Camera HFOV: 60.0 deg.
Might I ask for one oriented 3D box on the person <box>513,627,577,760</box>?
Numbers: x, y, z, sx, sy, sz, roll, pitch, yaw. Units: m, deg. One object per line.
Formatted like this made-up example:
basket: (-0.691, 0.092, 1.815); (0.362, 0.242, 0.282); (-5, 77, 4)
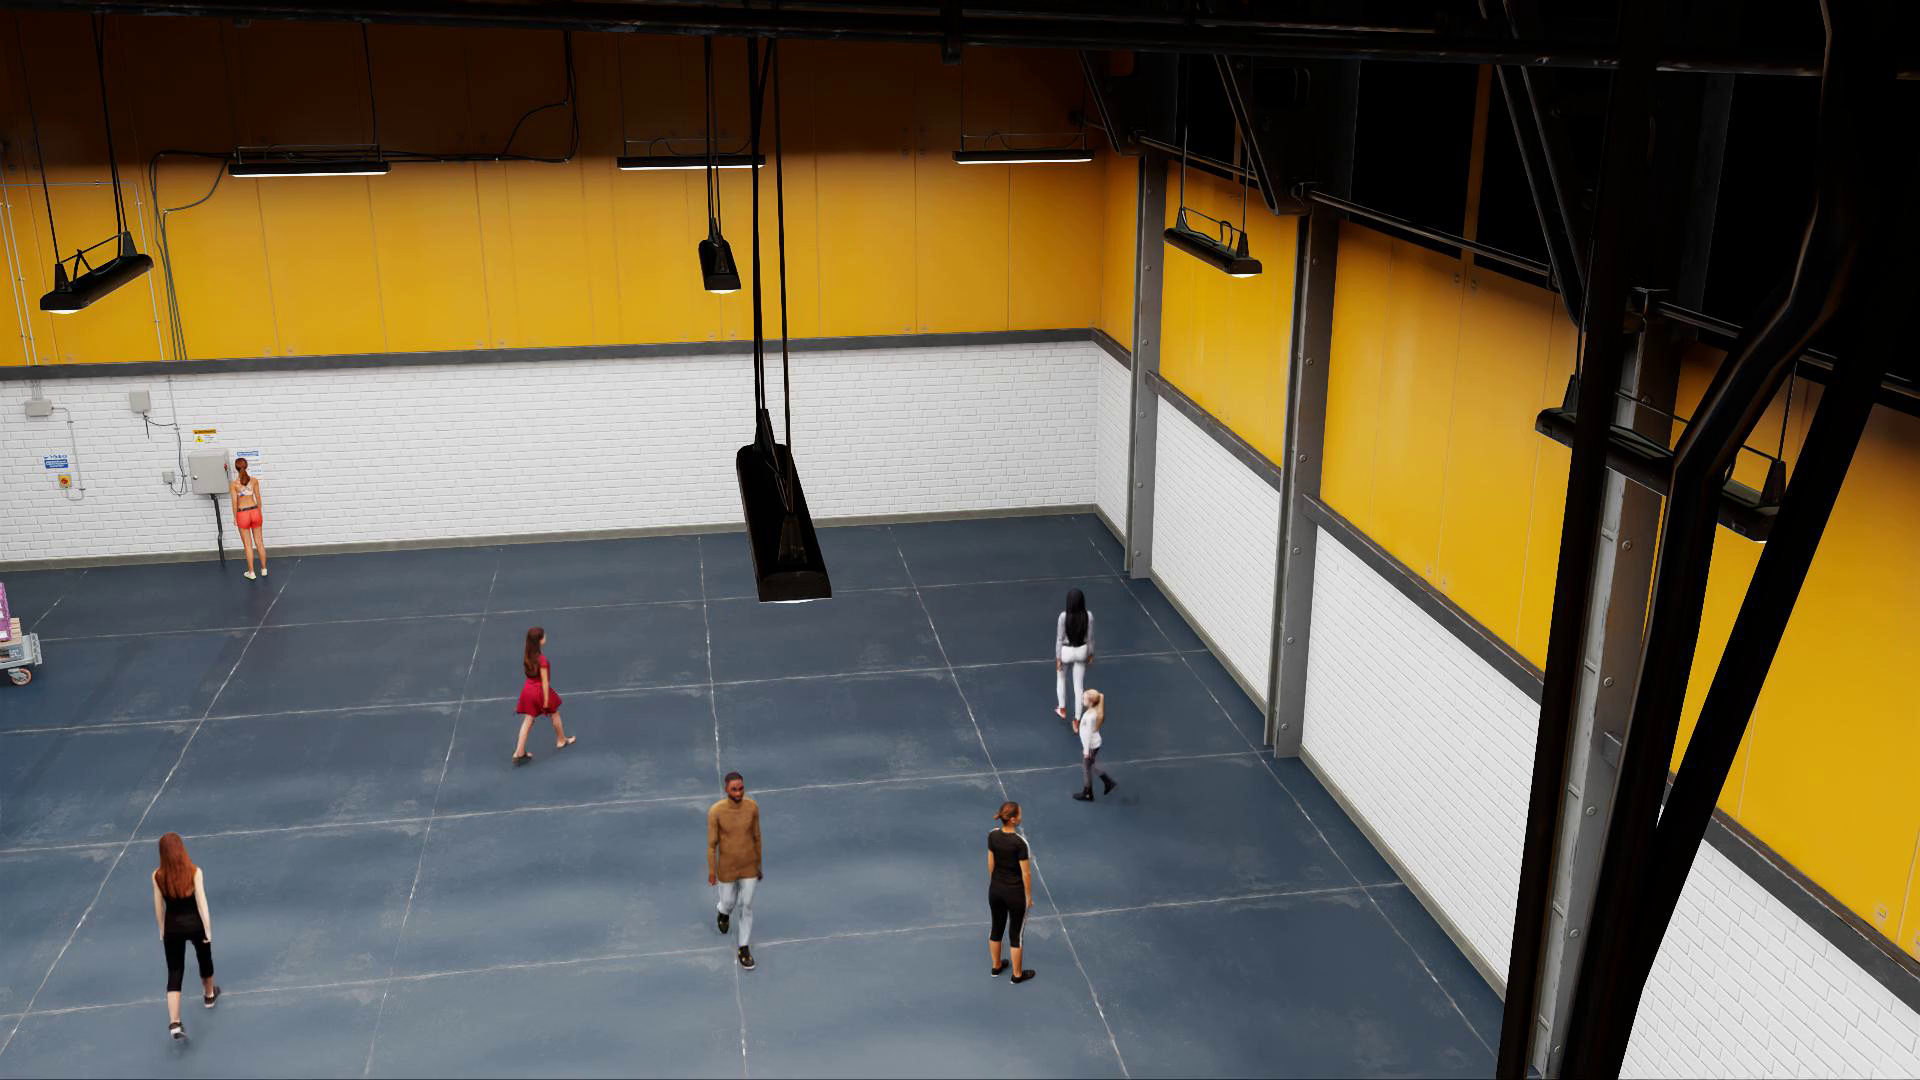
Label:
person: (-4.737, 1.721, 18.429); (0.968, 1.519, 1.057); (11, 22, 31)

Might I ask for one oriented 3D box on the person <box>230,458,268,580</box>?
person: (-10.297, -0.325, 24.079); (0.679, 1.791, 0.711); (-16, 24, -39)

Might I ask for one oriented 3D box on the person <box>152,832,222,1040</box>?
person: (-6.373, 3.252, 13.613); (0.576, 1.692, 1.107); (-3, 19, -10)

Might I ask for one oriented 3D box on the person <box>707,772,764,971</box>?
person: (-1.994, 2.843, 14.649); (0.789, 1.805, 1.032); (-8, 20, -23)

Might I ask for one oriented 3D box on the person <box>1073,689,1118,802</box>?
person: (1.444, 2.163, 17.505); (0.721, 1.271, 0.704); (6, 20, 18)

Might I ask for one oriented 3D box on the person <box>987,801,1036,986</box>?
person: (0.418, 3.023, 14.328); (0.646, 1.669, 0.716); (14, 23, 36)

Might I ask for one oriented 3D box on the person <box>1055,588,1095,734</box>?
person: (1.320, 1.398, 19.098); (0.653, 1.705, 0.872); (-2, 19, -6)
